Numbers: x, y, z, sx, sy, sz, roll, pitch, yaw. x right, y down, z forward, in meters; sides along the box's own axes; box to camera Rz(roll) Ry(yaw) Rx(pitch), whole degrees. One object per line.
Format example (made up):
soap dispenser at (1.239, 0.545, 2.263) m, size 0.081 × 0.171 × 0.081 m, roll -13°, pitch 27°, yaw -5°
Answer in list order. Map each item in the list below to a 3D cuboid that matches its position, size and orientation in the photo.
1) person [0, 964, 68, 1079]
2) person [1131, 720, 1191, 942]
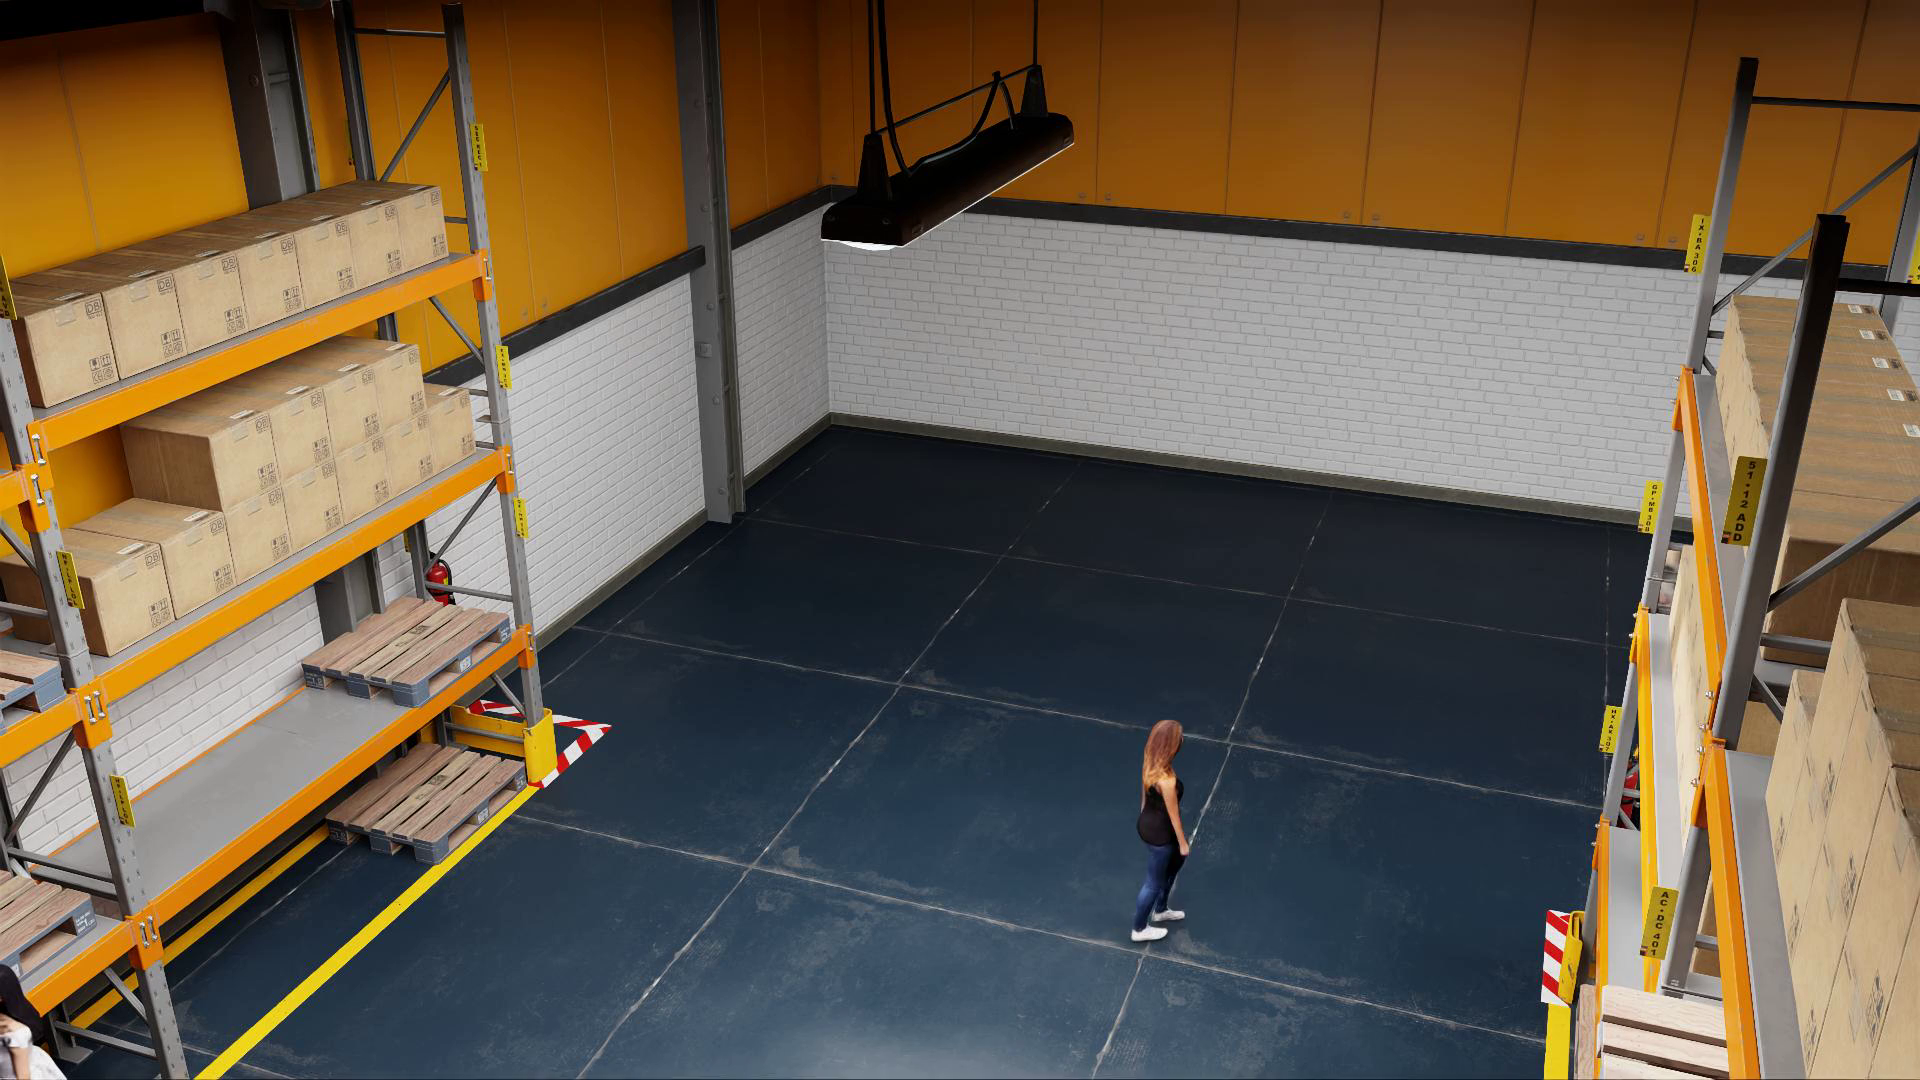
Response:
person at (-4.941, 2.993, 8.865) m, size 0.819 × 1.769 × 0.782 m, roll -15°, pitch 28°, yaw -31°
person at (1.275, 1.984, 11.250) m, size 0.768 × 1.707 × 0.707 m, roll -3°, pitch 24°, yaw -6°
